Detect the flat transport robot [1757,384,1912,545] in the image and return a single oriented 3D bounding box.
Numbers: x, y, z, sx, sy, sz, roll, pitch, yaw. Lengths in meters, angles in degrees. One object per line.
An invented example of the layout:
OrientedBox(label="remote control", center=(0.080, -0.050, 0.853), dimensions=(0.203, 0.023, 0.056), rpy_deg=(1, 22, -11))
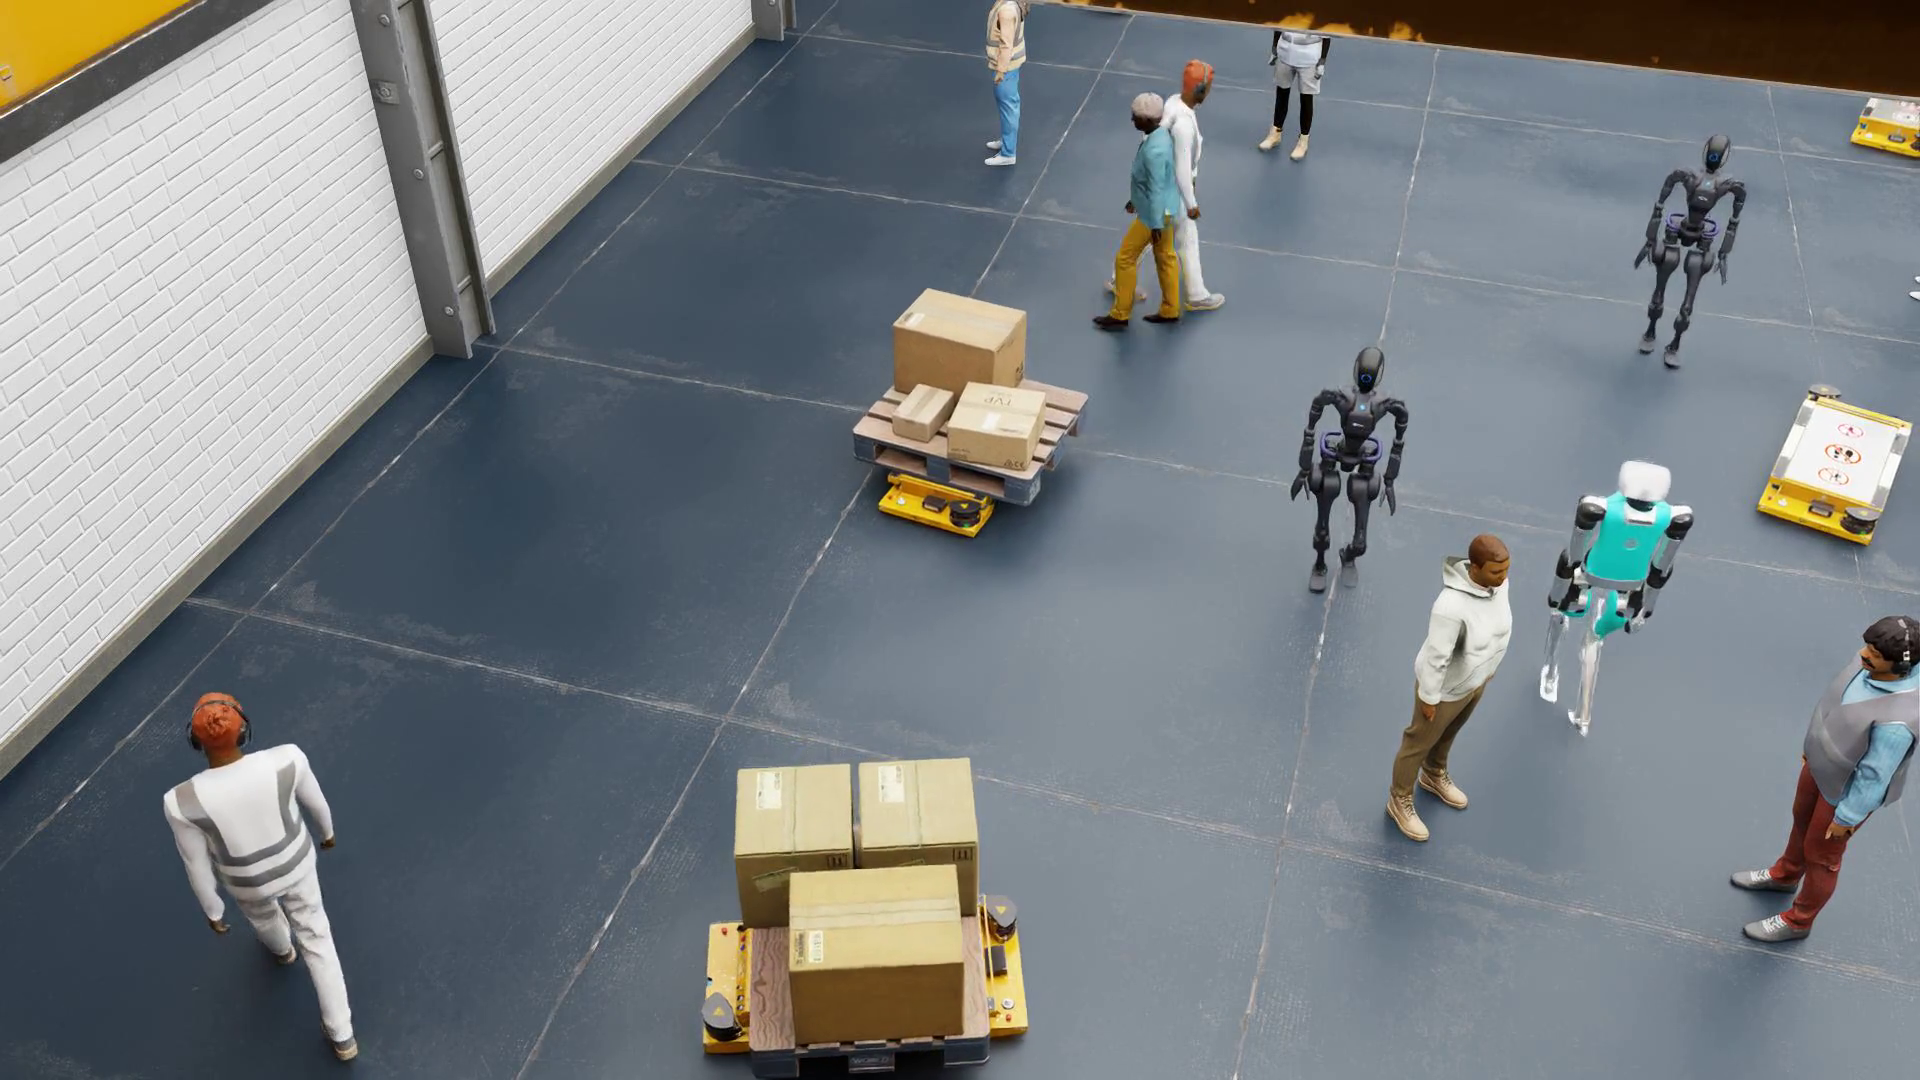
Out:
OrientedBox(label="flat transport robot", center=(5.616, -0.503, 10.631), dimensions=(0.659, 0.231, 1.431), rpy_deg=(22, 44, 25))

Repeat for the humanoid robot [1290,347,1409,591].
OrientedBox(label="humanoid robot", center=(2.180, -0.387, 9.355), dimensions=(0.595, 1.647, 0.356), rpy_deg=(7, 39, 9))

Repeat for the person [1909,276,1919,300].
OrientedBox(label="person", center=(7.302, -2.484, 12.007), dimensions=(0.314, 1.629, 0.506), rpy_deg=(26, 45, 28))

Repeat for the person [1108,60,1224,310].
OrientedBox(label="person", center=(1.508, -2.532, 11.904), dimensions=(0.829, 1.841, 0.590), rpy_deg=(-2, 39, -2))

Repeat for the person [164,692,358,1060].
OrientedBox(label="person", center=(-2.933, 1.370, 7.053), dimensions=(0.586, 1.840, 0.979), rpy_deg=(-20, 43, -23))

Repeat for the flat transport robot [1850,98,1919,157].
OrientedBox(label="flat transport robot", center=(8.374, -3.764, 14.687), dimensions=(0.659, 0.231, 1.431), rpy_deg=(23, 44, 25))

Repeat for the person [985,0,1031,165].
OrientedBox(label="person", center=(0.394, -3.960, 13.765), dimensions=(0.365, 1.730, 0.488), rpy_deg=(4, 39, 4))

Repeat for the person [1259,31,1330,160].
OrientedBox(label="person", center=(2.818, -4.009, 13.847), dimensions=(0.538, 1.698, 0.318), rpy_deg=(26, 46, 29))

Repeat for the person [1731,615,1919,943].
OrientedBox(label="person", center=(3.933, 1.065, 7.402), dimensions=(0.415, 1.873, 0.534), rpy_deg=(5, 39, 6))

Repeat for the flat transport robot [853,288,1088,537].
OrientedBox(label="flat transport robot", center=(0.085, -0.557, 10.697), dimensions=(0.659, 0.231, 1.431), rpy_deg=(16, 42, 19))

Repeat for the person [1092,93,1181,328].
OrientedBox(label="person", center=(1.275, -2.290, 11.686), dimensions=(0.732, 1.722, 0.529), rpy_deg=(10, 40, 13))

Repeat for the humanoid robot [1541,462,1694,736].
OrientedBox(label="humanoid robot", center=(3.284, 0.203, 8.590), dimensions=(0.537, 1.784, 0.796), rpy_deg=(6, 39, 8))

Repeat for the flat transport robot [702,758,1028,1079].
OrientedBox(label="flat transport robot", center=(-0.434, 1.965, 7.560), dimensions=(1.431, 0.231, 0.659), rpy_deg=(-3, 39, -3))

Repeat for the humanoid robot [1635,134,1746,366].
OrientedBox(label="humanoid robot", center=(4.972, -1.990, 11.355), dimensions=(0.601, 1.647, 0.391), rpy_deg=(15, 41, 18))

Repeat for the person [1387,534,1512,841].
OrientedBox(label="person", center=(2.351, 0.671, 7.975), dimensions=(0.531, 1.767, 0.367), rpy_deg=(-27, 46, -30))
